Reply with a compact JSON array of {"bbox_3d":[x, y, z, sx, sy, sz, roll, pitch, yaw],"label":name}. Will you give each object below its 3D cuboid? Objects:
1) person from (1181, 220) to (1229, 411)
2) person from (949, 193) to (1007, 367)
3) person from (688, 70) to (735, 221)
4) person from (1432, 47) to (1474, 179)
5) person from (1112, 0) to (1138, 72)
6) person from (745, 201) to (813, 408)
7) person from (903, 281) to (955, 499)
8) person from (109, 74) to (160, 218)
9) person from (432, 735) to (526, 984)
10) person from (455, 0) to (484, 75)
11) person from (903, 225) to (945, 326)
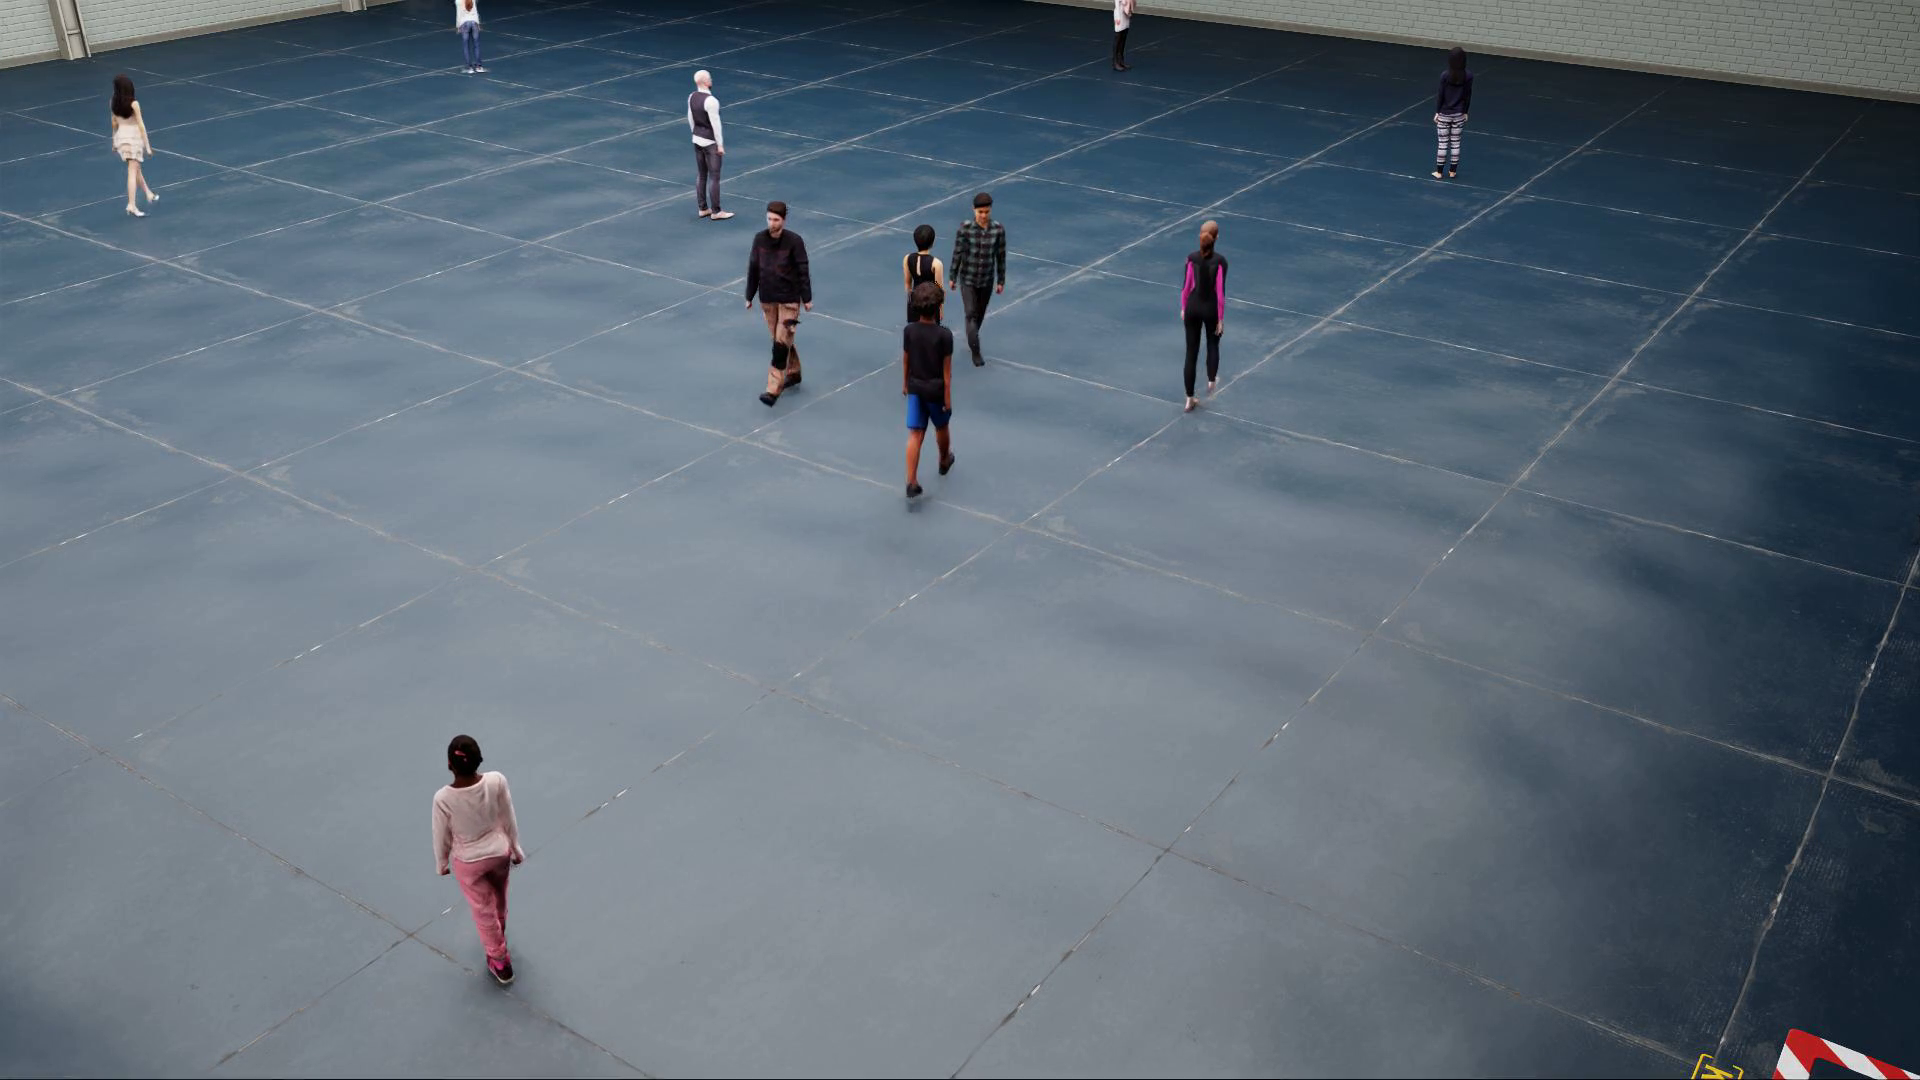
[{"bbox_3d":[2.197,-2.018,15.174,0.778,1.720,1.043,8,28,15],"label":"person"},{"bbox_3d":[0.149,-2.602,16.269,1.171,1.677,1.180,-6,28,-11],"label":"person"},{"bbox_3d":[-3.142,-4.913,20.686,0.722,1.823,0.642,24,36,38],"label":"person"},{"bbox_3d":[6.637,-5.769,22.445,0.683,1.732,0.705,0,27,0],"label":"person"},{"bbox_3d":[2.815,-9.089,28.817,0.682,1.803,0.517,19,33,32],"label":"person"},{"bbox_3d":[-1.616,-2.210,15.386,0.931,1.868,1.276,11,29,20],"label":"person"},{"bbox_3d":[-0.292,-1.166,13.487,0.880,1.750,1.267,8,28,15],"label":"person"},{"bbox_3d":[-10.431,-4.903,20.804,0.871,1.696,1.052,11,29,20],"label":"person"},{"bbox_3d":[-2.397,1.626,8.416,0.853,1.430,0.807,-17,32,-30],"label":"person"},{"bbox_3d":[-8.441,-8.836,28.612,0.583,1.541,0.757,-12,30,-22],"label":"person"},{"bbox_3d":[-0.347,-2.163,15.585,0.586,1.602,0.533,14,31,26],"label":"person"}]
